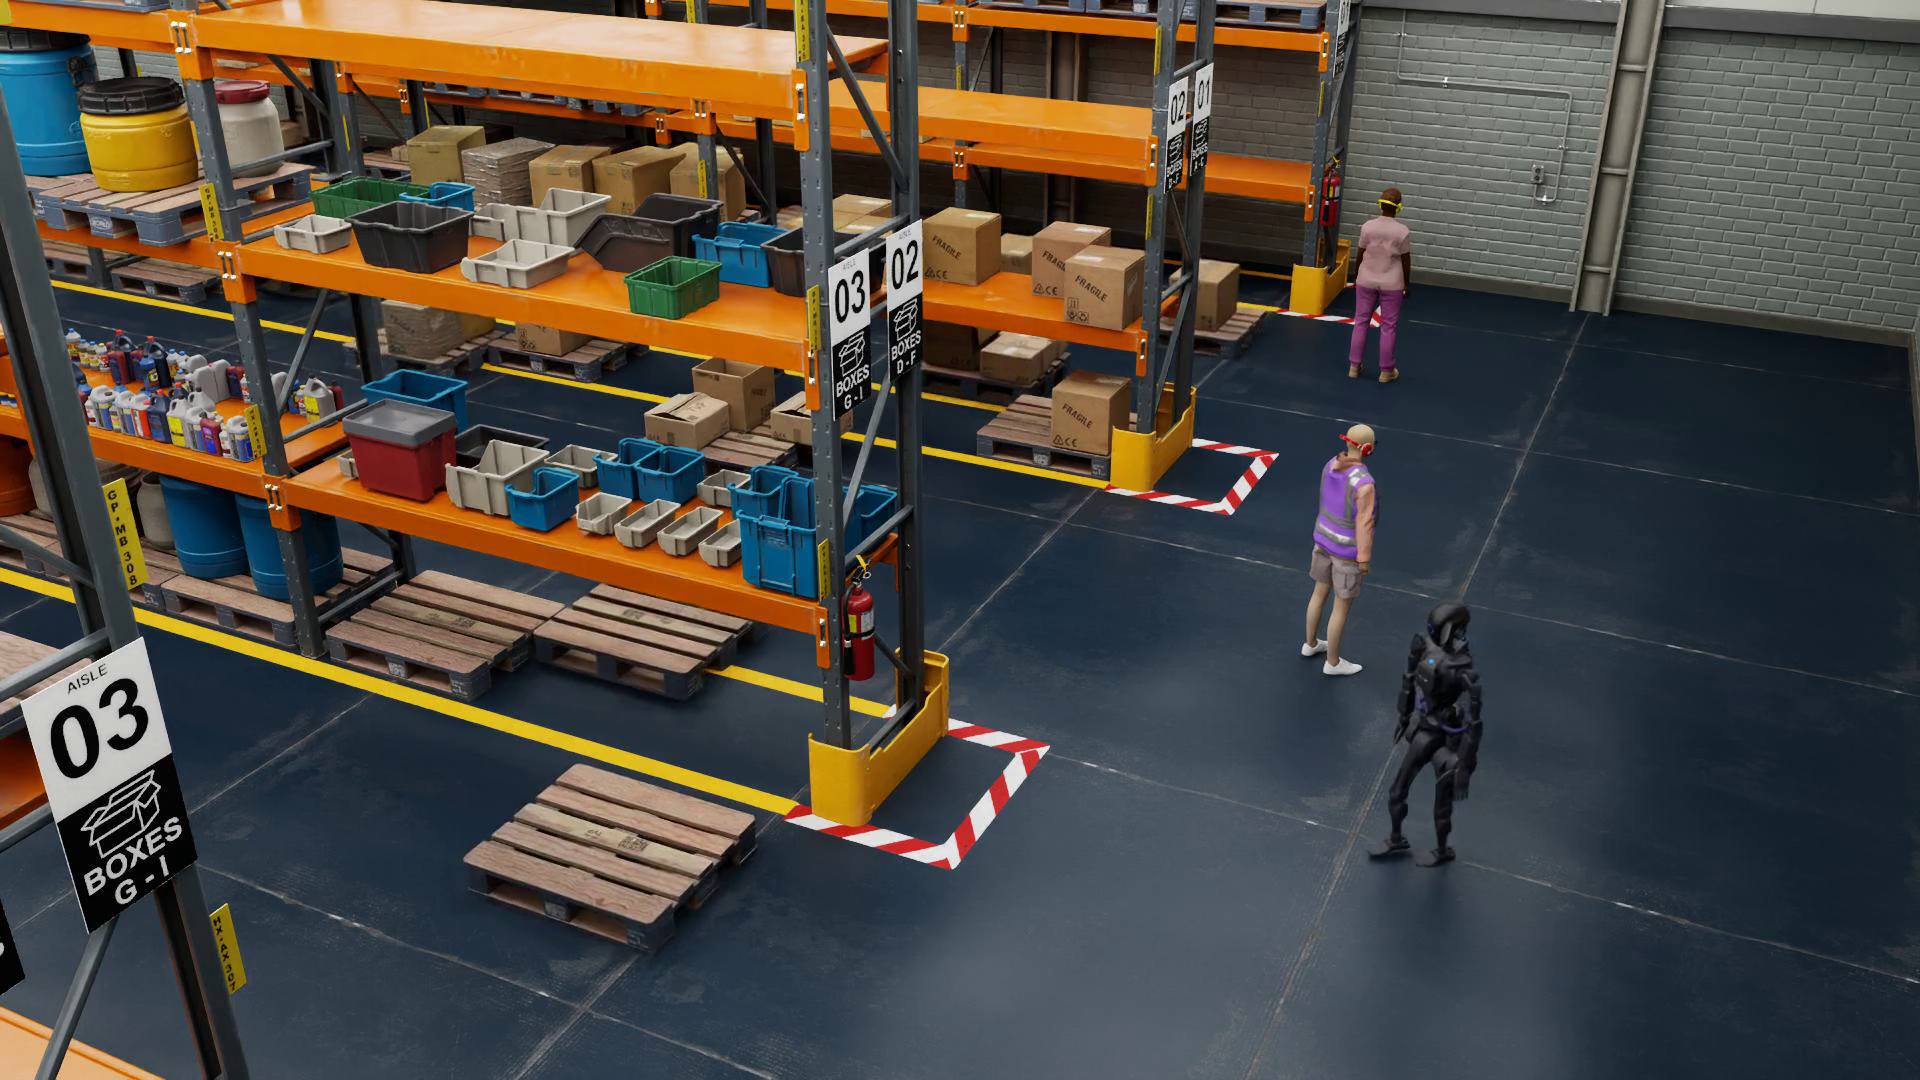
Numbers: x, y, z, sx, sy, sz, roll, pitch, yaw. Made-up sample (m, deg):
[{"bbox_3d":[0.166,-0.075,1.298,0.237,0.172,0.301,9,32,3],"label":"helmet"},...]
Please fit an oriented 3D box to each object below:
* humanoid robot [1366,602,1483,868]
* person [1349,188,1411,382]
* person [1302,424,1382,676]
[{"bbox_3d":[2.473,1.034,8.634,0.539,1.642,0.591,-12,29,-23],"label":"humanoid robot"},{"bbox_3d":[3.884,-2.351,15.337,0.536,1.800,0.329,14,30,27],"label":"person"},{"bbox_3d":[2.435,0.058,10.589,0.352,1.688,0.489,-11,28,-21],"label":"person"}]
